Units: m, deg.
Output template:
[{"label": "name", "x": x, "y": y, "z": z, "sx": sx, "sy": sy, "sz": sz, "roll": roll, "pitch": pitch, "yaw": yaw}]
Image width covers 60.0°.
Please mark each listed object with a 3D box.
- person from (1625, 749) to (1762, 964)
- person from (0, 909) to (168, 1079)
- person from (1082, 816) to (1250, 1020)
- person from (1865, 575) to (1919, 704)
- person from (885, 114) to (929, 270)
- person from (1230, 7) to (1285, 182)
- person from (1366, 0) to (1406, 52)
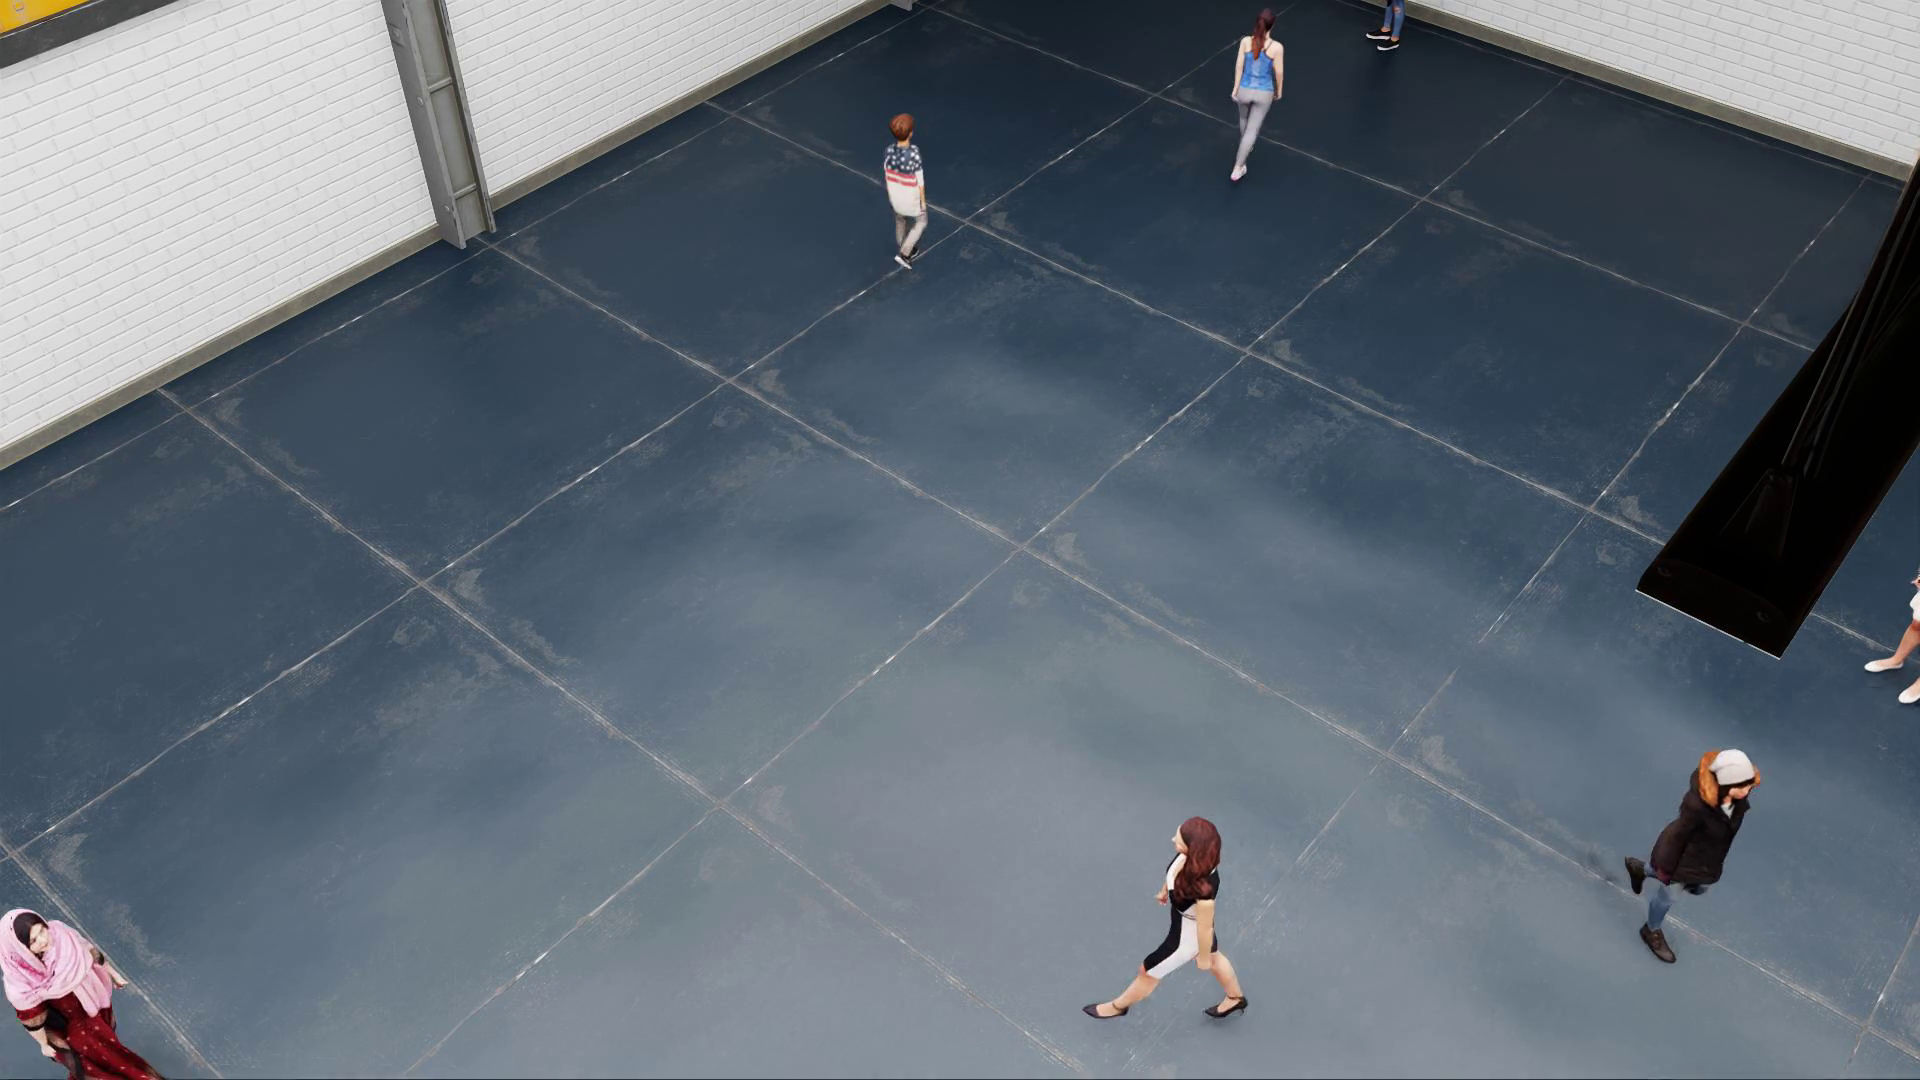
[{"label": "person", "x": 3.953, "y": 1.644, "z": 9.097, "sx": 0.859, "sy": 1.625, "sz": 0.863, "roll": -17, "pitch": 46, "yaw": -17}, {"label": "person", "x": -4.524, "y": 2.347, "z": 8.352, "sx": 1.040, "sy": 1.634, "sz": 1.056, "roll": 5, "pitch": 44, "yaw": 5}, {"label": "person", "x": 1.273, "y": 2.021, "z": 8.611, "sx": 1.119, "sy": 1.749, "sz": 1.139, "roll": 2, "pitch": 44, "yaw": 2}, {"label": "person", "x": 6.229, "y": 0.326, "z": 10.414, "sx": 0.729, "sy": 1.717, "sz": 0.719, "roll": -15, "pitch": 46, "yaw": -15}, {"label": "person", "x": -0.480, "y": -2.893, "z": 13.998, "sx": 0.595, "sy": 1.434, "sz": 0.715, "roll": 22, "pitch": 48, "yaw": 22}, {"label": "person", "x": 2.643, "y": -3.995, "z": 15.050, "sx": 0.744, "sy": 1.577, "sz": 1.037, "roll": 17, "pitch": 46, "yaw": 17}, {"label": "person", "x": 4.479, "y": -5.823, "z": 16.893, "sx": 0.764, "sy": 1.682, "sz": 0.719, "roll": -6, "pitch": 44, "yaw": -7}]
